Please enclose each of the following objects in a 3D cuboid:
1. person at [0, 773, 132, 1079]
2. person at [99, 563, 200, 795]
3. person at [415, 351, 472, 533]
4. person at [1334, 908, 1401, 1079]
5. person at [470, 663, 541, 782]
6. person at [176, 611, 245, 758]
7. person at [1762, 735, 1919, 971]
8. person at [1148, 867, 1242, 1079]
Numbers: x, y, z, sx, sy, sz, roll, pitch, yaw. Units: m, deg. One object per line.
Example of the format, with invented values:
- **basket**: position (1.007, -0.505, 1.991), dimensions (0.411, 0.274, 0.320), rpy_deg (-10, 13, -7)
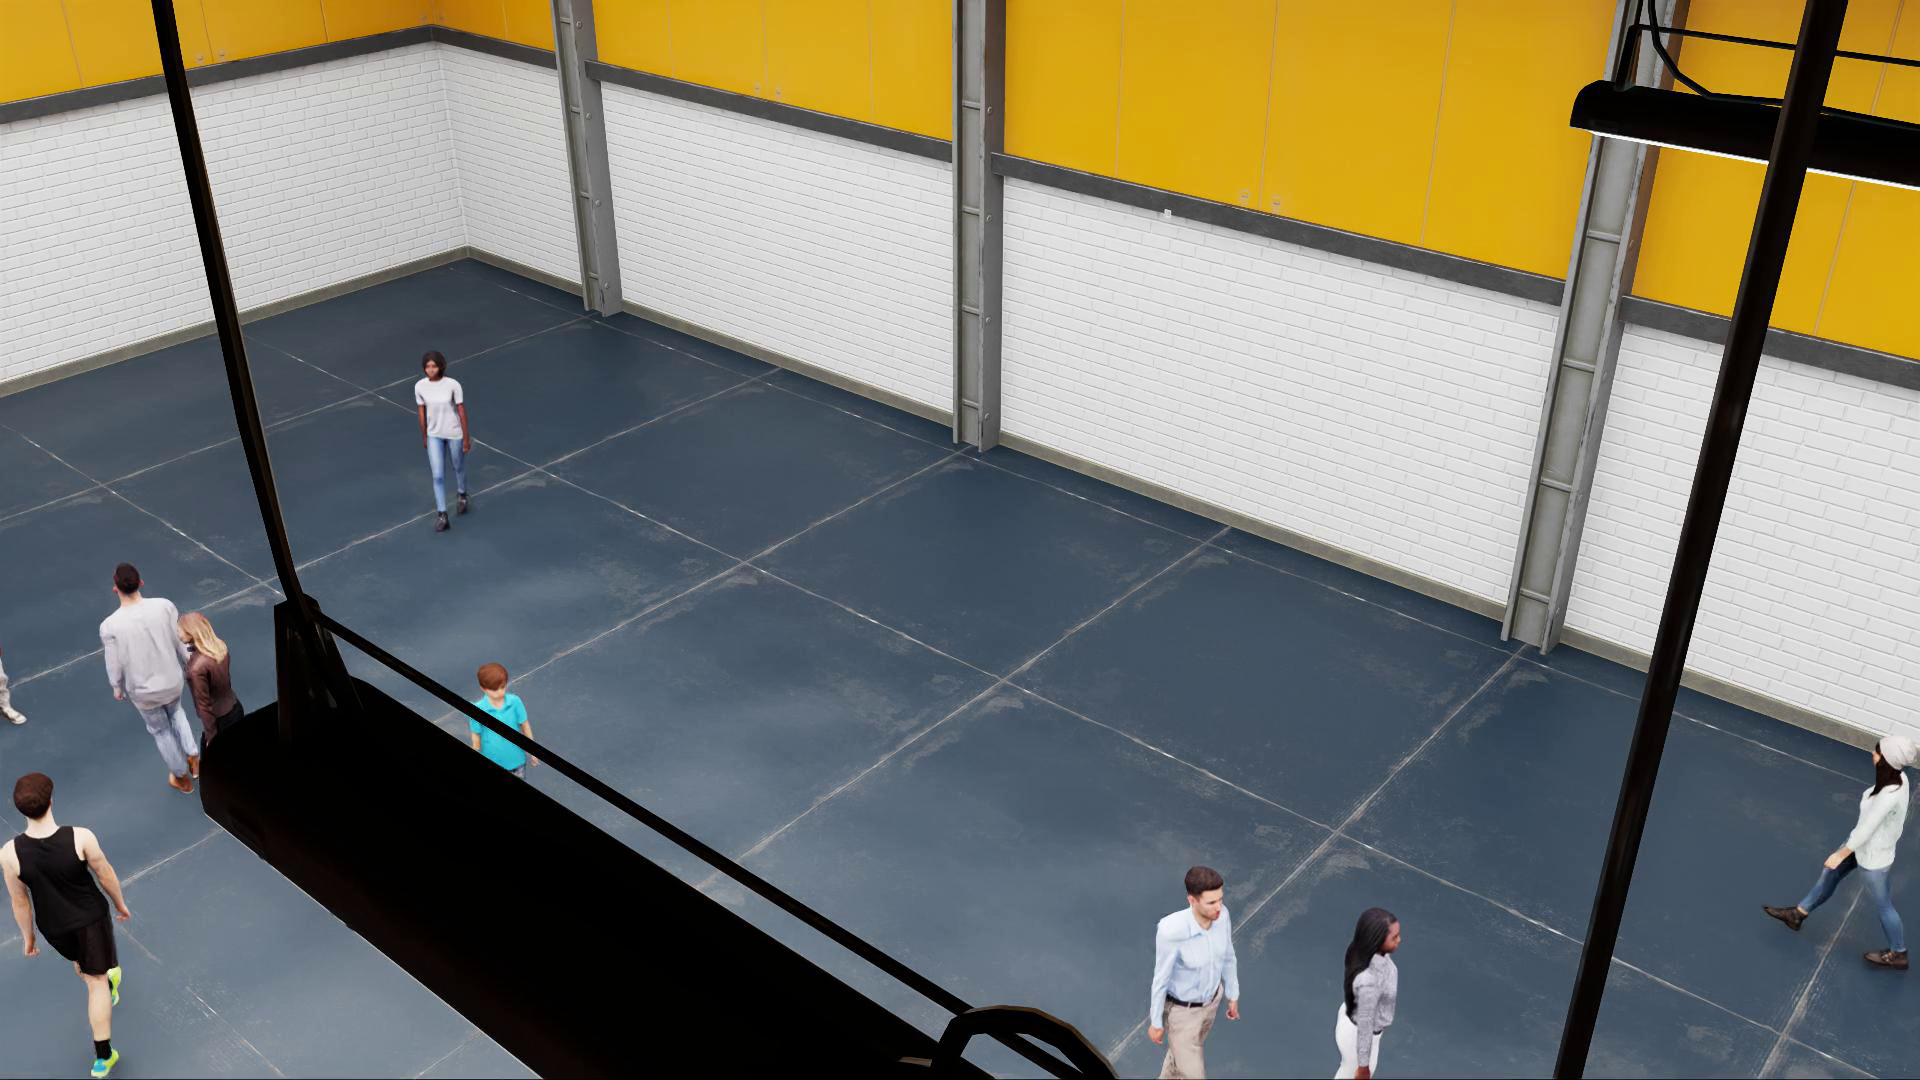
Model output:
- **person**: position (-5.036, 2.209, 9.443), dimensions (1.114, 1.848, 1.309), rpy_deg (-9, 30, -16)
- **person**: position (-5.603, 1.017, 11.646), dimensions (0.575, 1.830, 0.688), rpy_deg (22, 36, 35)
- **person**: position (-4.753, -0.975, 15.448), dimensions (1.053, 1.687, 1.128), rpy_deg (-3, 29, -5)
- **person**: position (2.112, 2.631, 8.798), dimensions (0.656, 1.725, 0.666), rpy_deg (7, 29, 13)
- **person**: position (-3.113, 1.437, 11.297), dimensions (0.680, 1.428, 0.884), rpy_deg (-17, 33, -28)
- **person**: position (-4.975, 1.240, 11.377), dimensions (0.844, 1.697, 0.788), rpy_deg (-1, 29, -2)
- **person**: position (5.667, 1.948, 10.178), dimensions (1.138, 1.602, 0.721), rpy_deg (15, 32, 25)
- **person**: position (1.193, 2.469, 8.992), dimensions (0.774, 1.823, 0.951), rpy_deg (-21, 35, -33)
